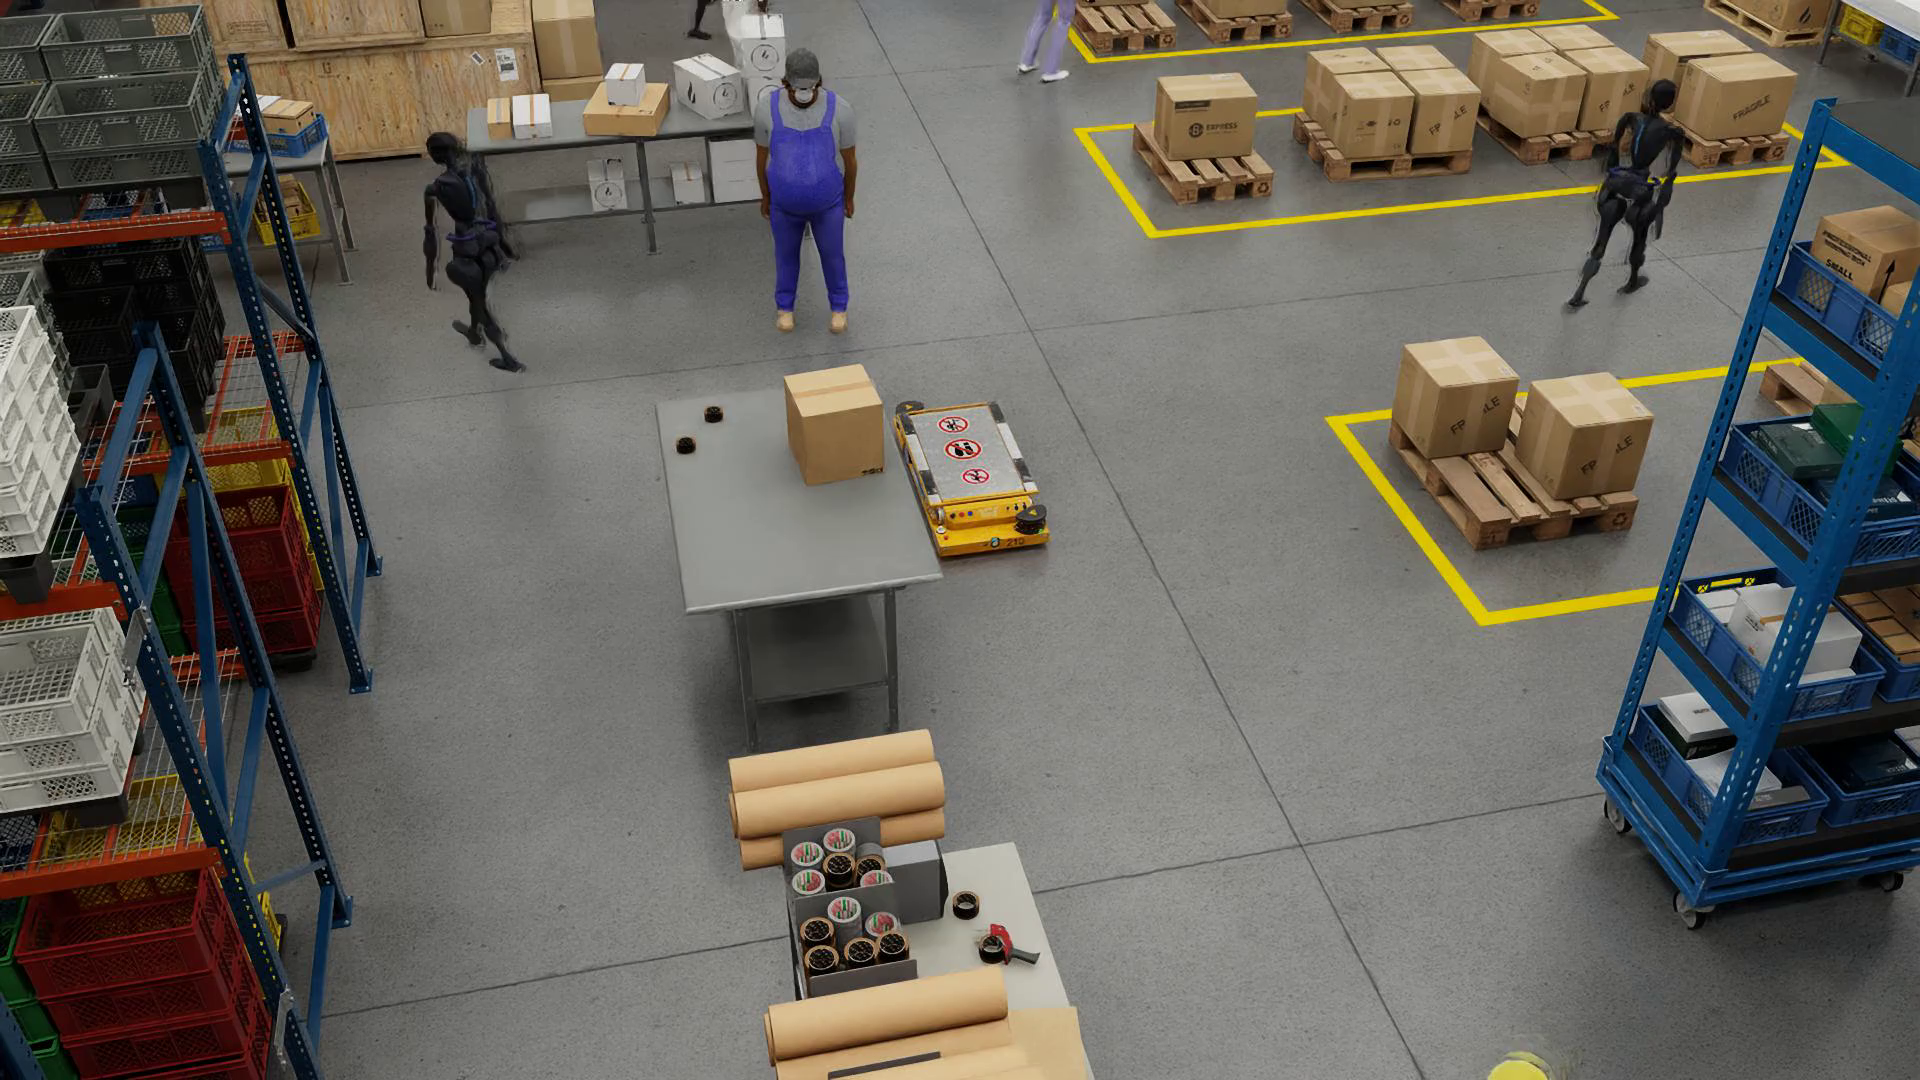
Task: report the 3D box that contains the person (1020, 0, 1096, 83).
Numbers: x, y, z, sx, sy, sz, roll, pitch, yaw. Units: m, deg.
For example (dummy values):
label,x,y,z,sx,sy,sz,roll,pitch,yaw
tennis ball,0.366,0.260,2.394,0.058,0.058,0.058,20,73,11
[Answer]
label,x,y,z,sx,sy,sz,roll,pitch,yaw
person,0.946,-5.080,15.030,0.639,1.875,0.465,22,42,27

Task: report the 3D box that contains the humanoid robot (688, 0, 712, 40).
label,x,y,z,sx,sy,sz,roll,pitch,yaw
humanoid robot,-2.337,-5.598,15.917,0.743,1.630,0.621,10,38,13

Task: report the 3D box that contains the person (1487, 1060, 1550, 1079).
label,x,y,z,sx,sy,sz,roll,pitch,yaw
person,1.631,2.249,5.283,0.537,1.748,0.371,21,42,26

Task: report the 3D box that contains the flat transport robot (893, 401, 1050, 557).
label,x,y,z,sx,sy,sz,roll,pitch,yaw
flat transport robot,0.046,-0.430,10.108,0.652,0.197,1.431,-8,37,-10

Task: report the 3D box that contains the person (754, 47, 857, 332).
label,x,y,z,sx,sy,sz,roll,pitch,yaw
person,-1.033,-2.340,11.216,0.681,2.000,0.535,1,37,1

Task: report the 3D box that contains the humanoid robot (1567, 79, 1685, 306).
label,x,y,z,sx,sy,sz,roll,pitch,yaw
humanoid robot,4.691,-2.416,11.677,0.791,1.637,0.606,-29,45,-33

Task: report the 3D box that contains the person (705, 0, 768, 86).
label,x,y,z,sx,sy,sz,roll,pitch,yaw
person,-2.005,-4.877,14.777,0.579,1.865,0.418,29,45,33

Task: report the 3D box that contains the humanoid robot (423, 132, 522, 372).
label,x,y,z,sx,sy,sz,roll,pitch,yaw
humanoid robot,-3.266,-1.920,10.984,0.739,1.630,0.607,18,40,22
